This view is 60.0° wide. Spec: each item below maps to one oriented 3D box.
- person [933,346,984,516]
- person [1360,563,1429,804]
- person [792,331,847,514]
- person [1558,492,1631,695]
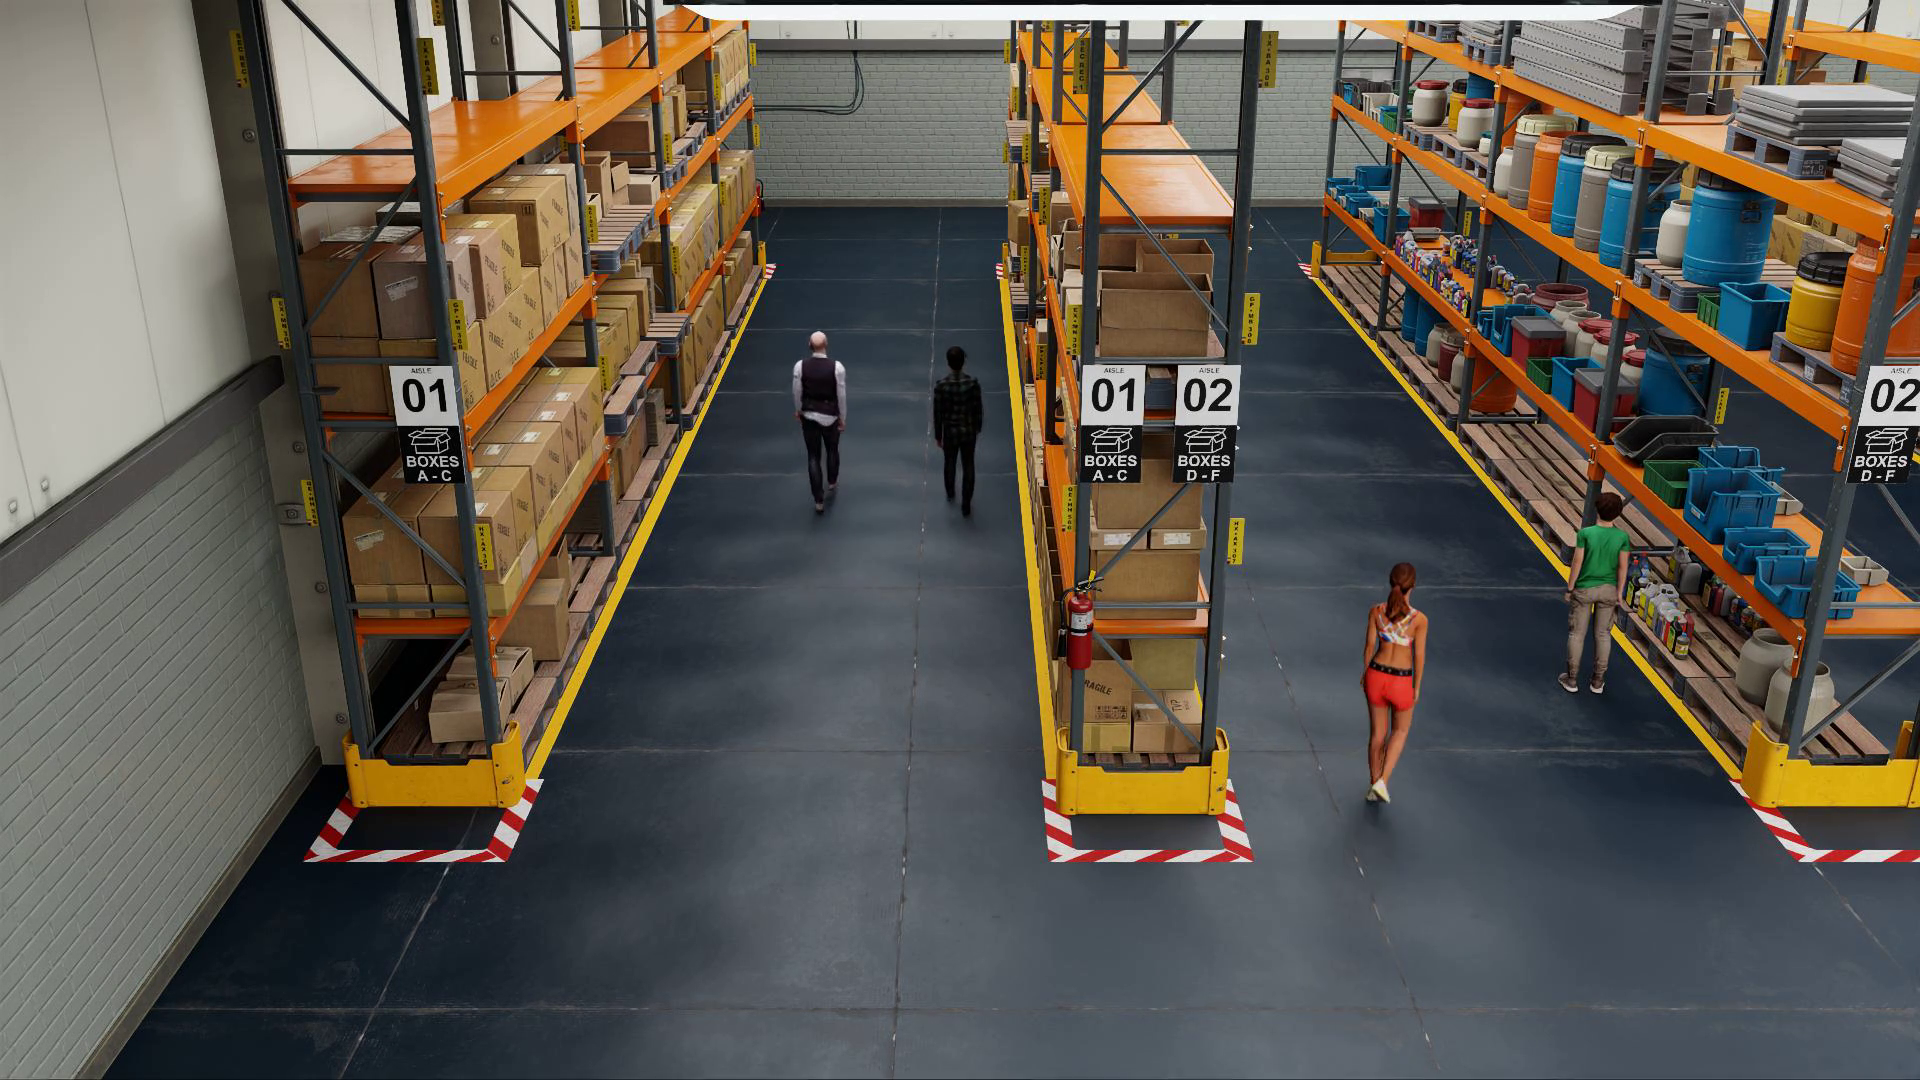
[{"bbox_3d":[0.017,-1.068,16.667,0.688,1.676,1.045,-1,22,-2],"label":"person"},{"bbox_3d":[2.906,1.030,11.329,0.752,1.776,0.849,11,25,24],"label":"person"},{"bbox_3d":[-1.408,-1.151,16.647,0.692,1.787,1.095,0,22,-1],"label":"person"},{"bbox_3d":[4.973,0.408,13.014,0.619,1.651,0.562,3,22,8],"label":"person"}]
